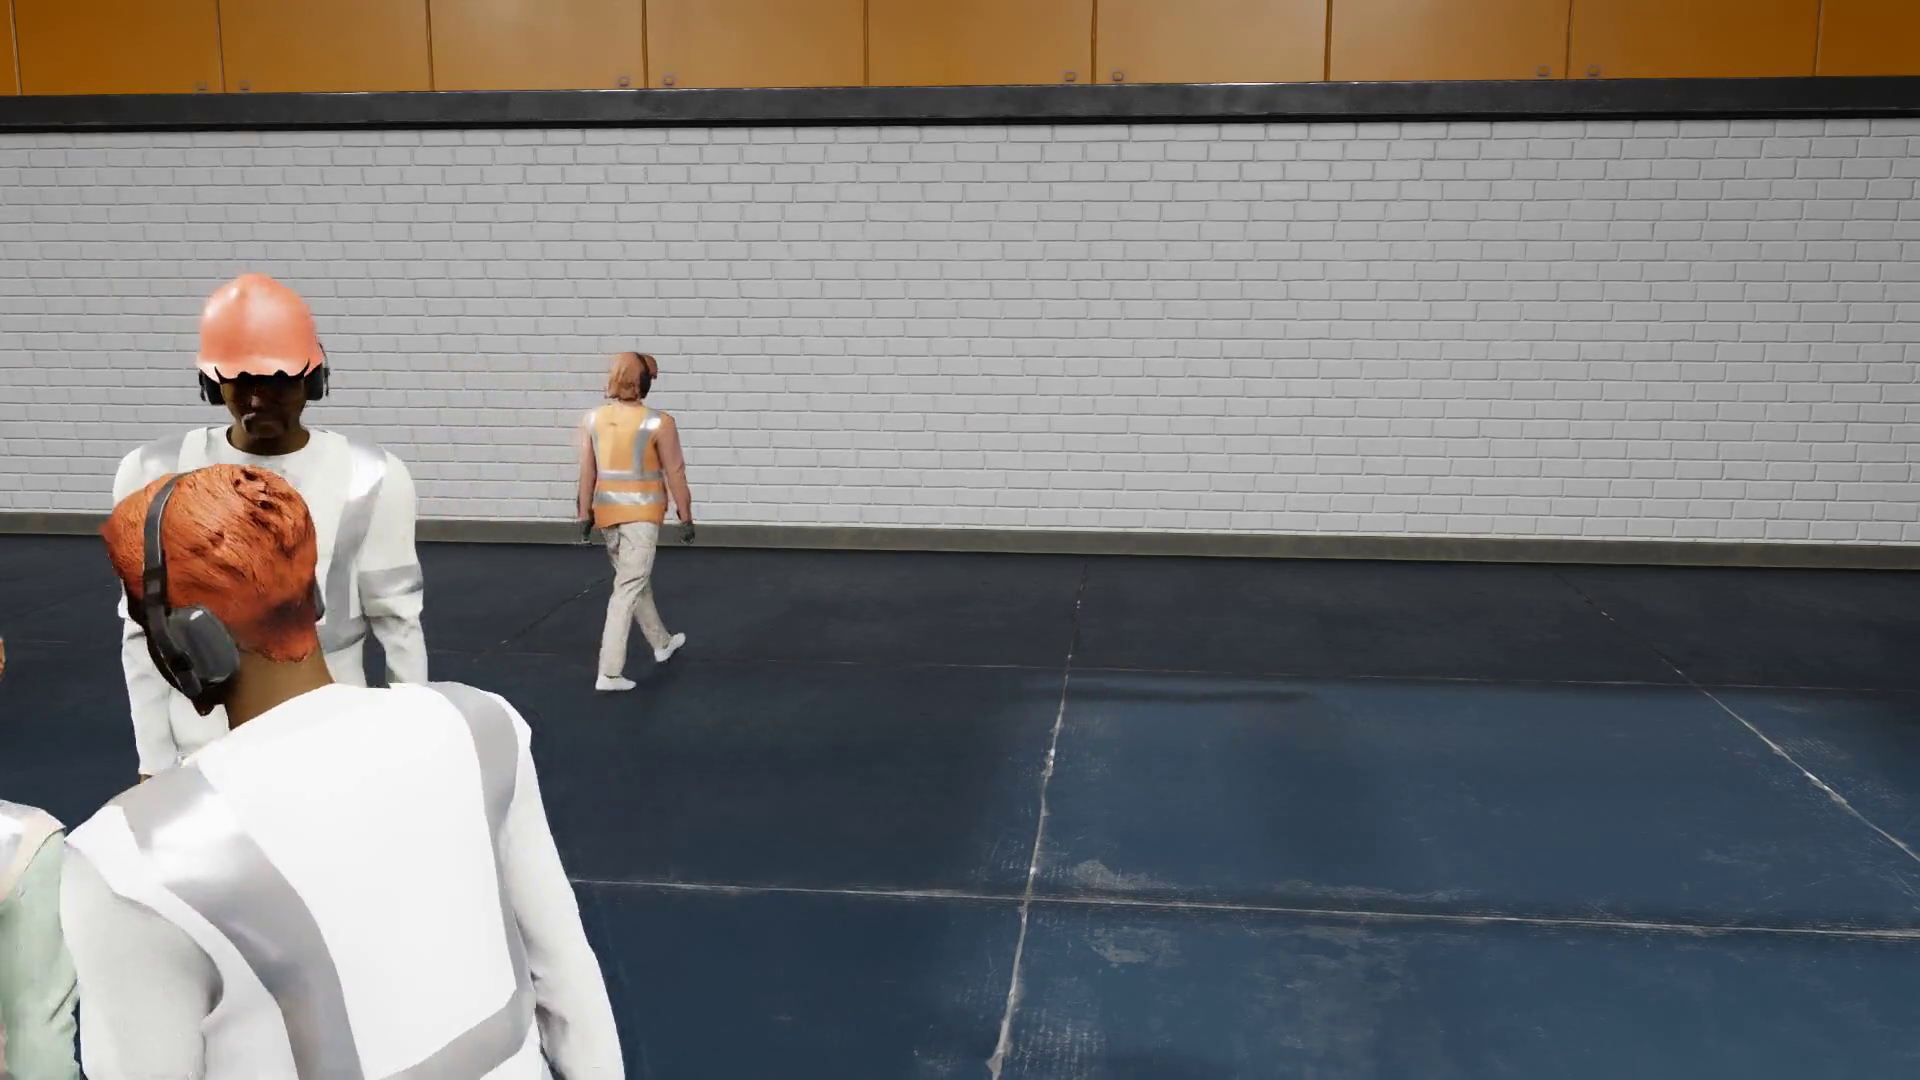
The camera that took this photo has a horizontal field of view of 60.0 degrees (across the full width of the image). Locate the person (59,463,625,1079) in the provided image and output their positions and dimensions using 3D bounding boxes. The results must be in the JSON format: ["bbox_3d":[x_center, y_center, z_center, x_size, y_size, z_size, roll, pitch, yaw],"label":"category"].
[{"bbox_3d":[-0.632,0.824,1.939,0.595,1.844,0.606,5,11,27],"label":"person"}]

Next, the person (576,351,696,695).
[{"bbox_3d":[-1.538,-0.099,7.971,0.538,1.590,0.873,5,11,26],"label":"person"}]

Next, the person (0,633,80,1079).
[{"bbox_3d":[-1.509,0.879,2.370,0.513,1.592,0.895,-2,10,-11],"label":"person"}]

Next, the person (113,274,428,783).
[{"bbox_3d":[-1.478,0.440,3.650,0.622,2.020,0.457,-4,11,-19],"label":"person"}]
